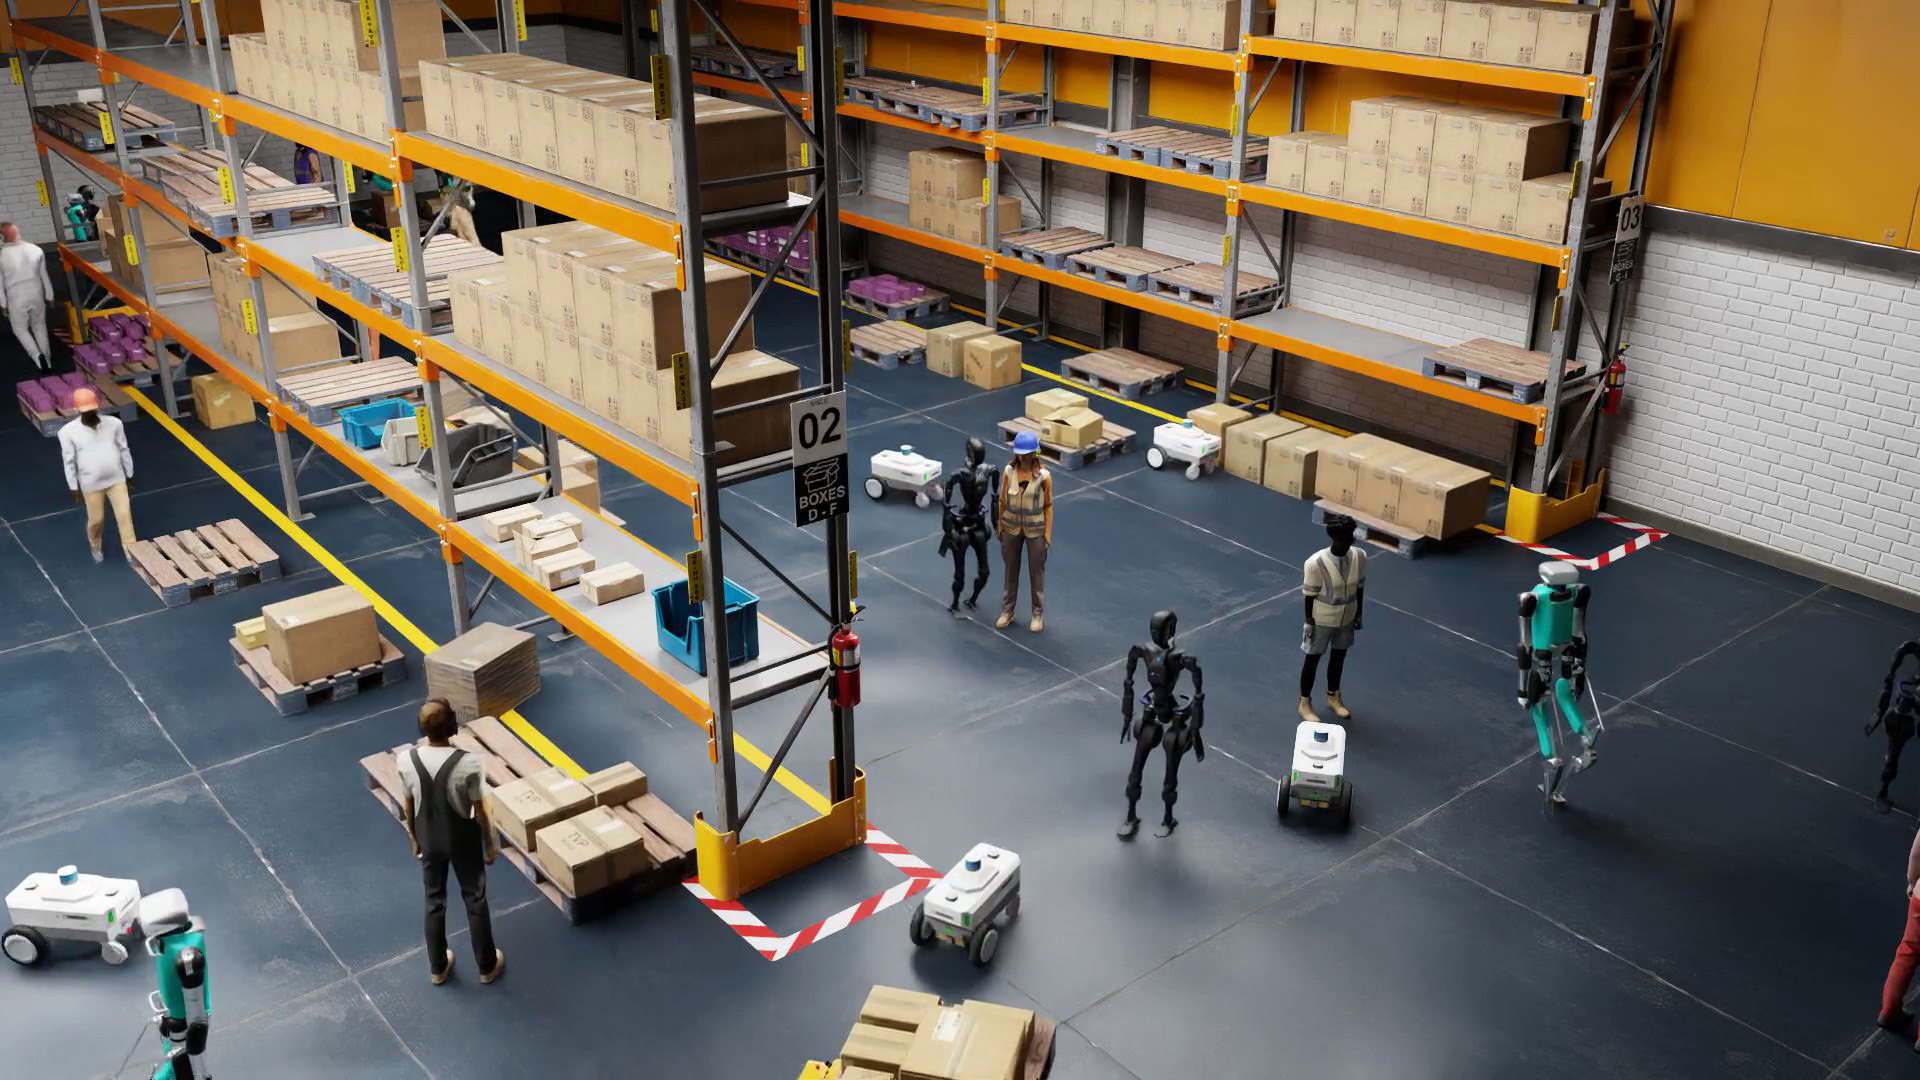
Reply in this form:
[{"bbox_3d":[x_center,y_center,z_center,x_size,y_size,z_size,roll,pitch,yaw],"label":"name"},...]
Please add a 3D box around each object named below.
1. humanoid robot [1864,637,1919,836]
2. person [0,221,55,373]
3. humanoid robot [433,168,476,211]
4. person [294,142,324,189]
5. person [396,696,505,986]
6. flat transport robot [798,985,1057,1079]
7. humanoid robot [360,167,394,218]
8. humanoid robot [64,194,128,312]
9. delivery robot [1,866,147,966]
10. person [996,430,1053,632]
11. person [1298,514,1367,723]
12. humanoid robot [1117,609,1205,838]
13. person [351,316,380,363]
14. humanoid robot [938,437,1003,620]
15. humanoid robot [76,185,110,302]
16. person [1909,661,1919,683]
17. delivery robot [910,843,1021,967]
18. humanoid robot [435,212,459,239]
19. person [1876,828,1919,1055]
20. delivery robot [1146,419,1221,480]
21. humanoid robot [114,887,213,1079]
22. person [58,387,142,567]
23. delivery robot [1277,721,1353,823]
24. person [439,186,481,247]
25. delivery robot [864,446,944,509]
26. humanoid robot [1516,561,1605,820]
[{"bbox_3d":[6.432,1.195,11.121,0.610,1.633,0.672,8,25,17],"label":"humanoid robot"},{"bbox_3d":[-11.460,-2.955,20.448,0.637,1.896,0.658,18,29,36],"label":"person"},{"bbox_3d":[-8.312,-5.855,27.428,0.752,1.840,0.537,-1,23,-1],"label":"humanoid robot"},{"bbox_3d":[-10.400,-5.646,26.621,0.546,1.930,0.402,18,29,36],"label":"person"},{"bbox_3d":[-2.944,1.750,9.622,0.501,1.835,0.347,0,23,1],"label":"person"},{"bbox_3d":[-0.221,3.034,8.619,1.431,0.231,0.659,6,24,14],"label":"flat transport robot"},{"bbox_3d":[-9.830,-6.223,28.215,1.071,1.725,0.554,8,25,17],"label":"humanoid robot"},{"bbox_3d":[-11.766,-3.948,22.943,0.563,1.733,0.951,21,31,39],"label":"humanoid robot"},{"bbox_3d":[-5.361,2.252,10.075,0.802,0.600,0.499,3,24,6],"label":"delivery robot"},{"bbox_3d":[0.543,-0.077,13.917,0.466,1.778,0.309,7,24,16],"label":"person"},{"bbox_3d":[2.794,0.584,12.492,0.533,1.693,0.320,-9,25,-20],"label":"person"},{"bbox_3d":[1.328,1.244,10.987,0.611,1.652,0.441,12,26,26],"label":"humanoid robot"},{"bbox_3d":[-7.167,-2.717,20.057,0.507,1.757,0.331,14,27,29],"label":"person"},{"bbox_3d":[0.079,-0.100,14.133,0.607,1.653,0.342,-14,27,-29],"label":"humanoid robot"},{"bbox_3d":[-12.354,-4.229,23.670,0.606,1.645,0.457,11,26,24],"label":"humanoid robot"},{"bbox_3d":[7.817,0.262,12.952,0.547,1.927,0.389,14,27,29],"label":"person"},{"bbox_3d":[0.075,2.188,10.194,0.499,0.577,0.769,13,27,27],"label":"delivery robot"},{"bbox_3d":[-6.782,-3.570,22.194,0.759,1.628,0.585,9,25,20],"label":"humanoid robot"},{"bbox_3d":[5.433,2.004,9.114,0.326,1.766,0.532,-8,25,-18],"label":"person"},{"bbox_3d":[2.360,-0.979,17.574,0.525,0.614,0.785,-21,31,-40],"label":"delivery robot"},{"bbox_3d":[-3.896,2.580,7.955,0.784,1.892,0.543,-16,28,-32],"label":"humanoid robot"},{"bbox_3d":[-7.802,-0.571,15.117,0.578,1.736,0.652,-19,30,-37],"label":"person"},{"bbox_3d":[2.500,1.577,11.613,0.499,0.581,0.774,6,24,13],"label":"delivery robot"},{"bbox_3d":[-6.779,-3.928,22.748,0.486,1.843,0.582,-18,29,-35],"label":"person"},{"bbox_3d":[-0.556,-0.670,16.814,0.753,0.579,0.499,14,27,30],"label":"delivery robot"},{"bbox_3d":[4.115,1.128,11.327,0.546,1.892,0.758,-7,24,-16],"label":"humanoid robot"}]
